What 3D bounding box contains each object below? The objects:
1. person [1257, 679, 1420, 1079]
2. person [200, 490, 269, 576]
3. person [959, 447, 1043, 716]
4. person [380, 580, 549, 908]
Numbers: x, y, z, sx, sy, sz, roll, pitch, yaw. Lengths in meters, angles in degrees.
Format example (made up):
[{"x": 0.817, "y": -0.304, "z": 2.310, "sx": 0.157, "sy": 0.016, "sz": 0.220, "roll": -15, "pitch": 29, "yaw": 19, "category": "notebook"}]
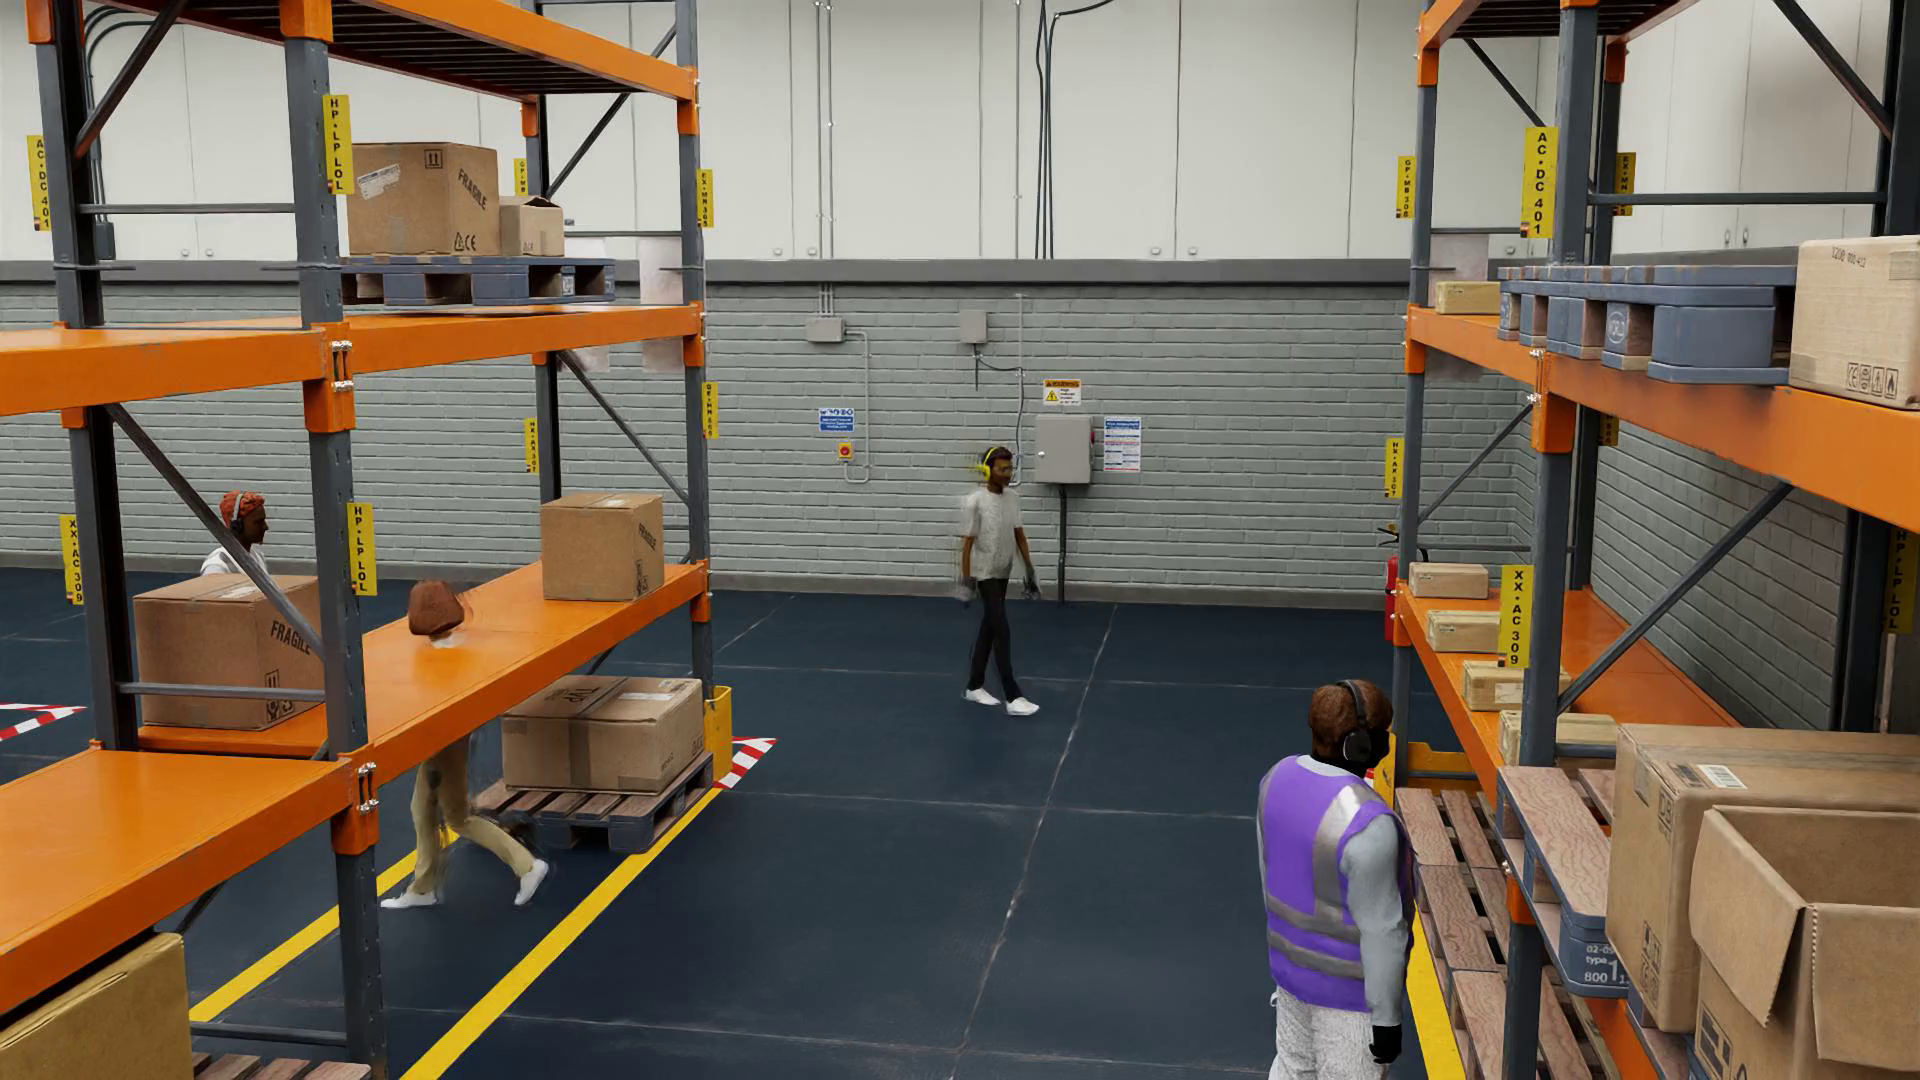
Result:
[{"x": 1.138, "y": 1.317, "z": 4.991, "sx": 0.429, "sy": 1.844, "sz": 0.625, "roll": -4, "pitch": 10, "yaw": -21, "category": "person"}, {"x": -3.805, "y": 0.671, "z": 8.864, "sx": 0.358, "sy": 1.880, "sz": 0.575, "roll": 0, "pitch": 9, "yaw": 0, "category": "person"}, {"x": 0.340, "y": 0.283, "z": 11.404, "sx": 0.877, "sy": 1.838, "sz": 0.515, "roll": 8, "pitch": 12, "yaw": 39, "category": "person"}, {"x": -2.359, "y": 0.975, "z": 7.835, "sx": 0.739, "sy": 1.610, "sz": 0.504, "roll": -2, "pitch": 9, "yaw": -11, "category": "person"}]
